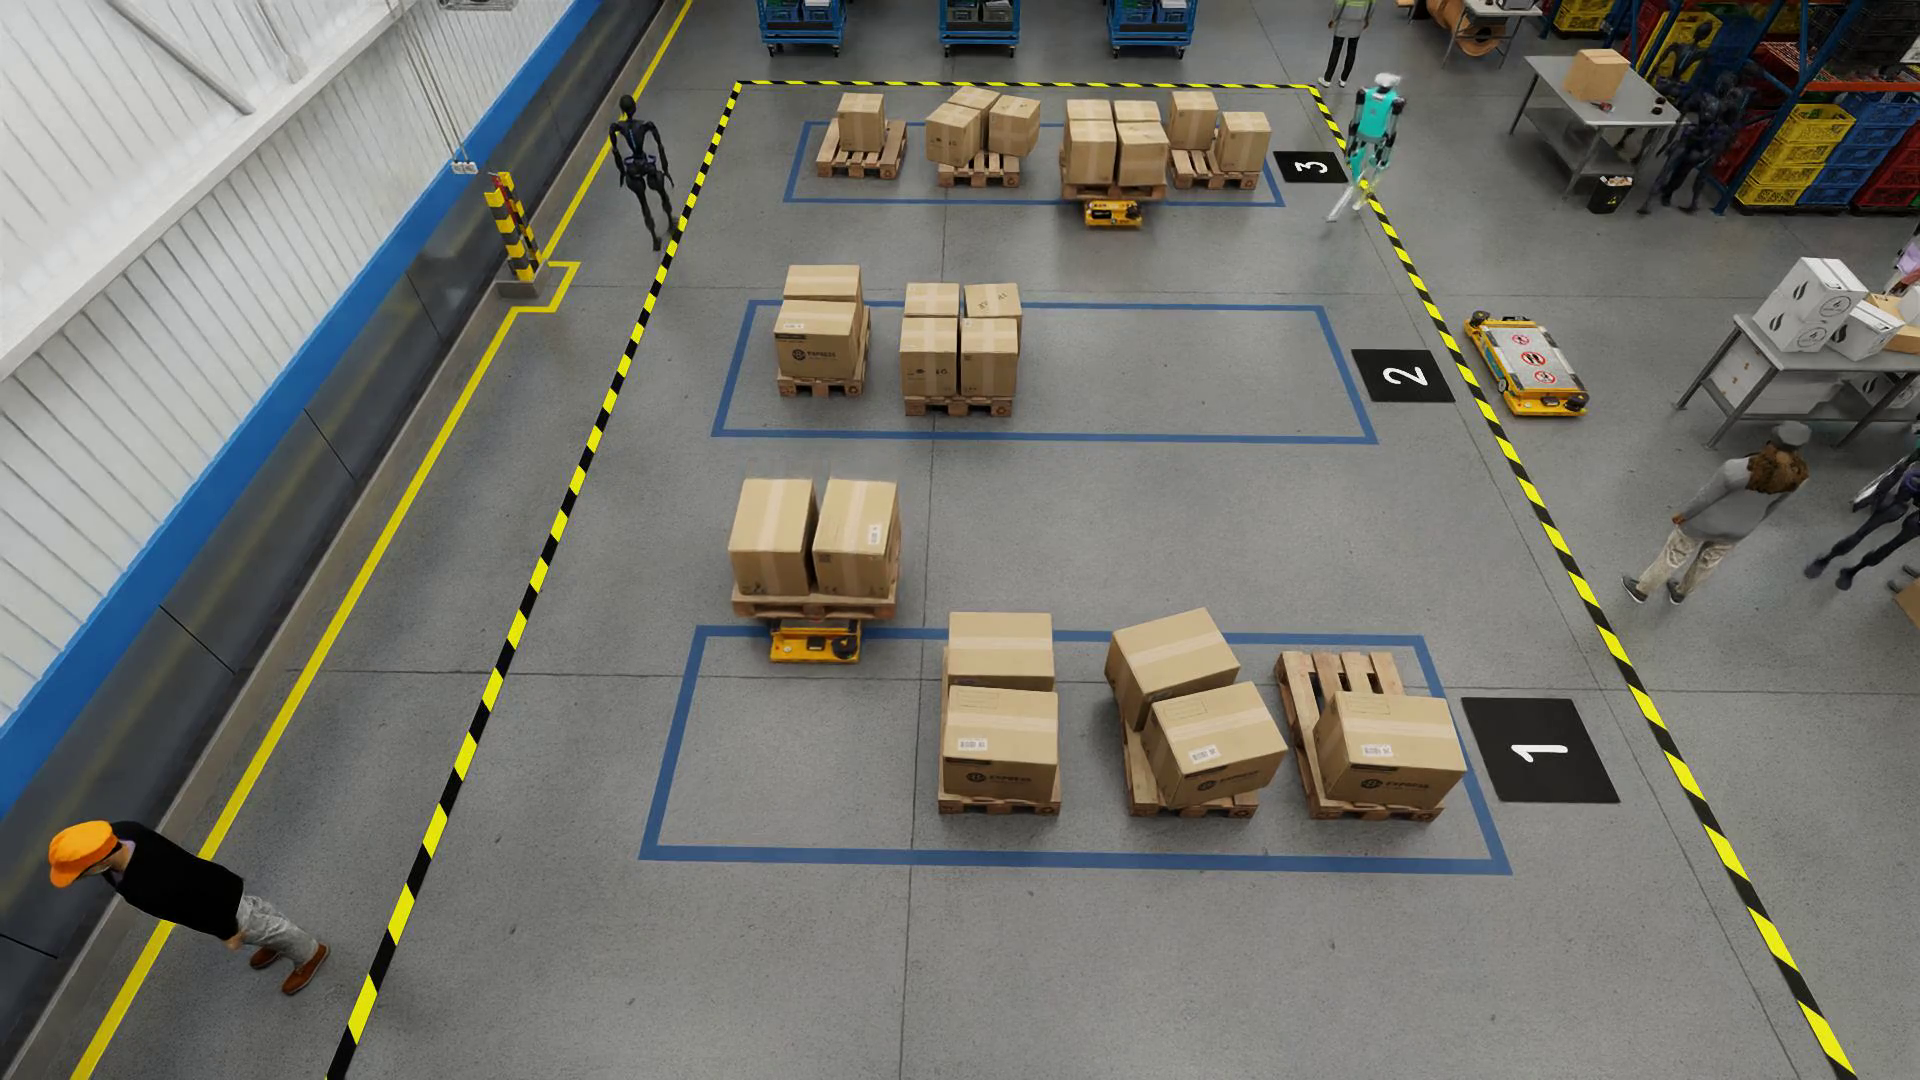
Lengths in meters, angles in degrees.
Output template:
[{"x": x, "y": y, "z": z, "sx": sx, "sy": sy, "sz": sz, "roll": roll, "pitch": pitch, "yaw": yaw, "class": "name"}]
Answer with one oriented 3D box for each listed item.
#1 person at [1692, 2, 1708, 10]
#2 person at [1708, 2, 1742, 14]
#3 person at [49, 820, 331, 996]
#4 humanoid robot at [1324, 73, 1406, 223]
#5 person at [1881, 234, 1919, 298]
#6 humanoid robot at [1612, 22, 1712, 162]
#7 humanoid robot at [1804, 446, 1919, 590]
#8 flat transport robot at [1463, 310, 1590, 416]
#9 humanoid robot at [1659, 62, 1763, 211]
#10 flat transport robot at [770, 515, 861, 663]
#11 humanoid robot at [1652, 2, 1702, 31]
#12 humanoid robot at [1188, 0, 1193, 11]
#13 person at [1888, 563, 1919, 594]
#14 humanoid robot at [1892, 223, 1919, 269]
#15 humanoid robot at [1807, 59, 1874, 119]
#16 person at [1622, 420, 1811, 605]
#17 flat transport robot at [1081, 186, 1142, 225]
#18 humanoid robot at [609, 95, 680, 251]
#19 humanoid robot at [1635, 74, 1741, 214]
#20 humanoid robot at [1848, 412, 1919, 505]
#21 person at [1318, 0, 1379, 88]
[{"x": 11.042, "y": -8.025, "z": 13.385, "sx": 0.698, "sy": 1.922, "sz": 0.462, "roll": -22, "pitch": 53, "yaw": -18, "class": "person"}, {"x": 10.927, "y": -7.761, "z": 13.228, "sx": 0.525, "sy": 1.821, "sz": 0.601, "roll": 8, "pitch": 50, "yaw": 7, "class": "person"}, {"x": -3.979, "y": 1.921, "z": 4.807, "sx": 0.585, "sy": 1.878, "sz": 0.387, "roll": 26, "pitch": 54, "yaw": 21, "class": "person"}, {"x": 4.691, "y": -4.451, "z": 10.433, "sx": 0.546, "sy": 1.739, "sz": 1.049, "roll": 36, "pitch": 58, "yaw": 27, "class": "humanoid robot"}, {"x": 8.944, "y": -2.571, "z": 8.586, "sx": 0.374, "sy": 2.044, "sz": 0.604, "roll": 34, "pitch": 57, "yaw": 26, "class": "person"}, {"x": 8.832, "y": -5.602, "z": 11.471, "sx": 0.608, "sy": 1.625, "sz": 0.546, "roll": 30, "pitch": 56, "yaw": 24, "class": "humanoid robot"}, {"x": 7.096, "y": -0.219, "z": 6.788, "sx": 0.590, "sy": 1.656, "sz": 0.370, "roll": 36, "pitch": 58, "yaw": 27, "class": "humanoid robot"}, {"x": 5.573, "y": -1.757, "z": 9.054, "sx": 0.659, "sy": 0.231, "sz": 1.431, "roll": 1, "pitch": 49, "yaw": 1, "class": "flat transport robot"}, {"x": 8.792, "y": -4.695, "z": 10.702, "sx": 0.583, "sy": 1.650, "sz": 0.734, "roll": -5, "pitch": 49, "yaw": -5, "class": "humanoid robot"}, {"x": -1.076, "y": 0.320, "z": 7.238, "sx": 0.652, "sy": 0.197, "sz": 1.431, "roll": 1, "pitch": 49, "yaw": 1, "class": "flat transport robot"}, {"x": 10.537, "y": -7.875, "z": 13.438, "sx": 0.613, "sy": 1.642, "sz": 0.602, "roll": -26, "pitch": 54, "yaw": -21, "class": "humanoid robot"}, {"x": 3.563, "y": -9.210, "z": 14.608, "sx": 0.718, "sy": 1.632, "sz": 0.611, "roll": -33, "pitch": 57, "yaw": -25, "class": "humanoid robot"}, {"x": 7.694, "y": -0.237, "z": 6.637, "sx": 0.602, "sy": 1.939, "sz": 0.412, "roll": -31, "pitch": 56, "yaw": -24, "class": "person"}, {"x": 9.493, "y": -2.730, "z": 8.838, "sx": 0.735, "sy": 1.674, "sz": 0.533, "roll": -10, "pitch": 50, "yaw": -9, "class": "humanoid robot"}, {"x": 11.628, "y": -6.140, "z": 11.952, "sx": 0.782, "sy": 1.632, "sz": 0.601, "roll": -6, "pitch": 49, "yaw": -5, "class": "humanoid robot"}, {"x": 5.527, "y": -0.151, "z": 6.674, "sx": 0.572, "sy": 1.762, "sz": 0.404, "roll": 5, "pitch": 49, "yaw": 4, "class": "person"}, {"x": 1.830, "y": -4.328, "z": 11.261, "sx": 0.652, "sy": 0.197, "sz": 1.431, "roll": 1, "pitch": 49, "yaw": 1, "class": "flat transport robot"}, {"x": -3.510, "y": -4.096, "z": 10.154, "sx": 0.589, "sy": 1.644, "sz": 0.602, "roll": -7, "pitch": 49, "yaw": -6, "class": "humanoid robot"}, {"x": 8.464, "y": -4.559, "z": 10.588, "sx": 0.591, "sy": 1.604, "sz": 0.823, "roll": 32, "pitch": 56, "yaw": 25, "class": "humanoid robot"}, {"x": 8.115, "y": -0.944, "z": 7.392, "sx": 0.918, "sy": 1.772, "sz": 0.554, "roll": -20, "pitch": 52, "yaw": -16, "class": "humanoid robot"}, {"x": 5.477, "y": -7.329, "z": 12.833, "sx": 0.587, "sy": 1.848, "sz": 0.395, "roll": 1, "pitch": 49, "yaw": 1, "class": "person"}]
